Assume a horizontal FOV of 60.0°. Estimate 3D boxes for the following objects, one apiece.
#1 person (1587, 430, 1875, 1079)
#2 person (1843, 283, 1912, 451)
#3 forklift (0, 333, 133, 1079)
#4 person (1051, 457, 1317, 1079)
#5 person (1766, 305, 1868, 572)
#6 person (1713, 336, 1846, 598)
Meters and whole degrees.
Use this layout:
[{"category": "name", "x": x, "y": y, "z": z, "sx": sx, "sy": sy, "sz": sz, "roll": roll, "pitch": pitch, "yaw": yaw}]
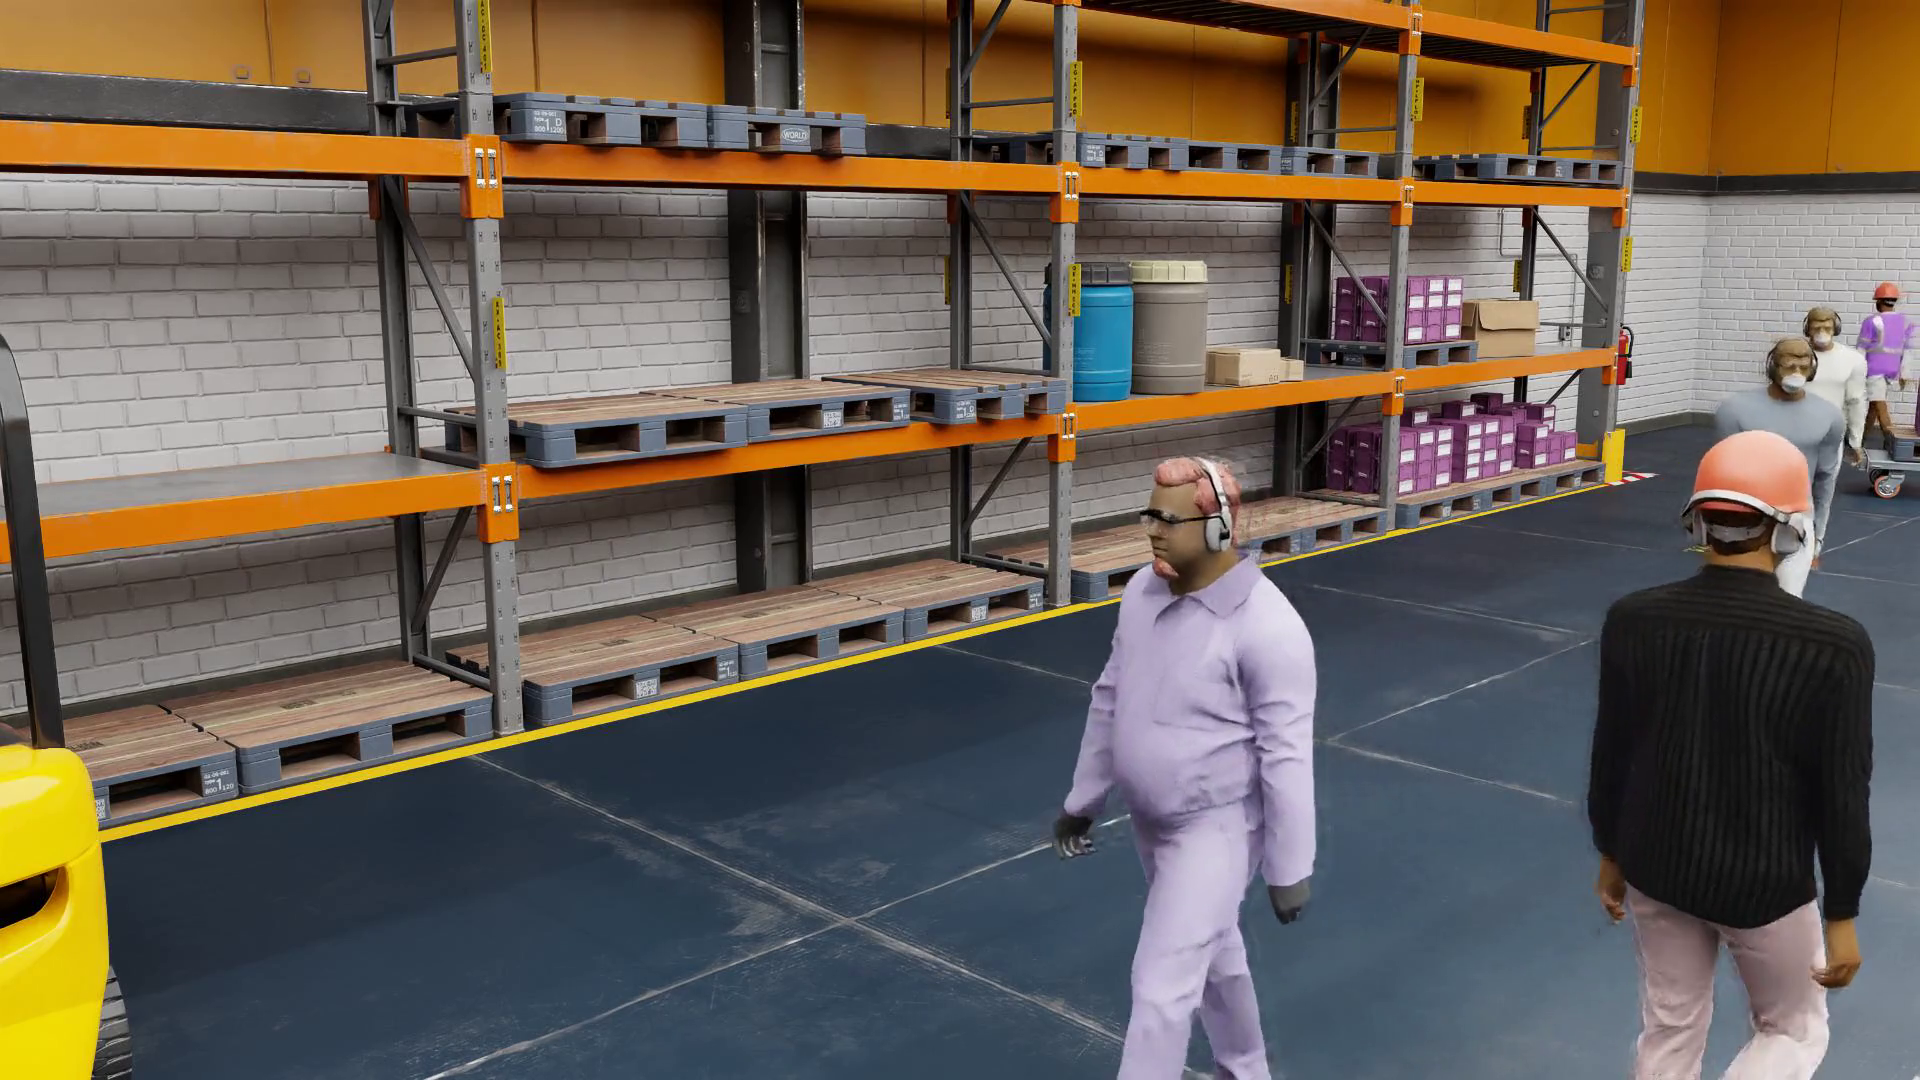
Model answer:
[{"category": "person", "x": 1.693, "y": 0.745, "z": 3.739, "sx": 0.496, "sy": 1.978, "sz": 0.649, "roll": -8, "pitch": 13, "yaw": -38}, {"category": "person", "x": 10.029, "y": -1.856, "z": 18.195, "sx": 0.552, "sy": 1.883, "sz": 0.977, "roll": -2, "pitch": 11, "yaw": -13}, {"category": "forklift", "x": -3.289, "y": 0.485, "z": 4.582, "sx": 1.214, "sy": 2.155, "sz": 2.313, "roll": -10, "pitch": 14, "yaw": -44}, {"category": "person", "x": 0.470, "y": 0.731, "z": 4.130, "sx": 0.911, "sy": 1.871, "sz": 0.650, "roll": -4, "pitch": 11, "yaw": -22}, {"category": "person", "x": 6.122, "y": -0.734, "z": 11.975, "sx": 0.670, "sy": 1.917, "sz": 0.484, "roll": 3, "pitch": 11, "yaw": 17}, {"category": "person", "x": 4.203, "y": -0.115, "z": 8.656, "sx": 0.627, "sy": 1.914, "sz": 0.919, "roll": 3, "pitch": 11, "yaw": 17}]
